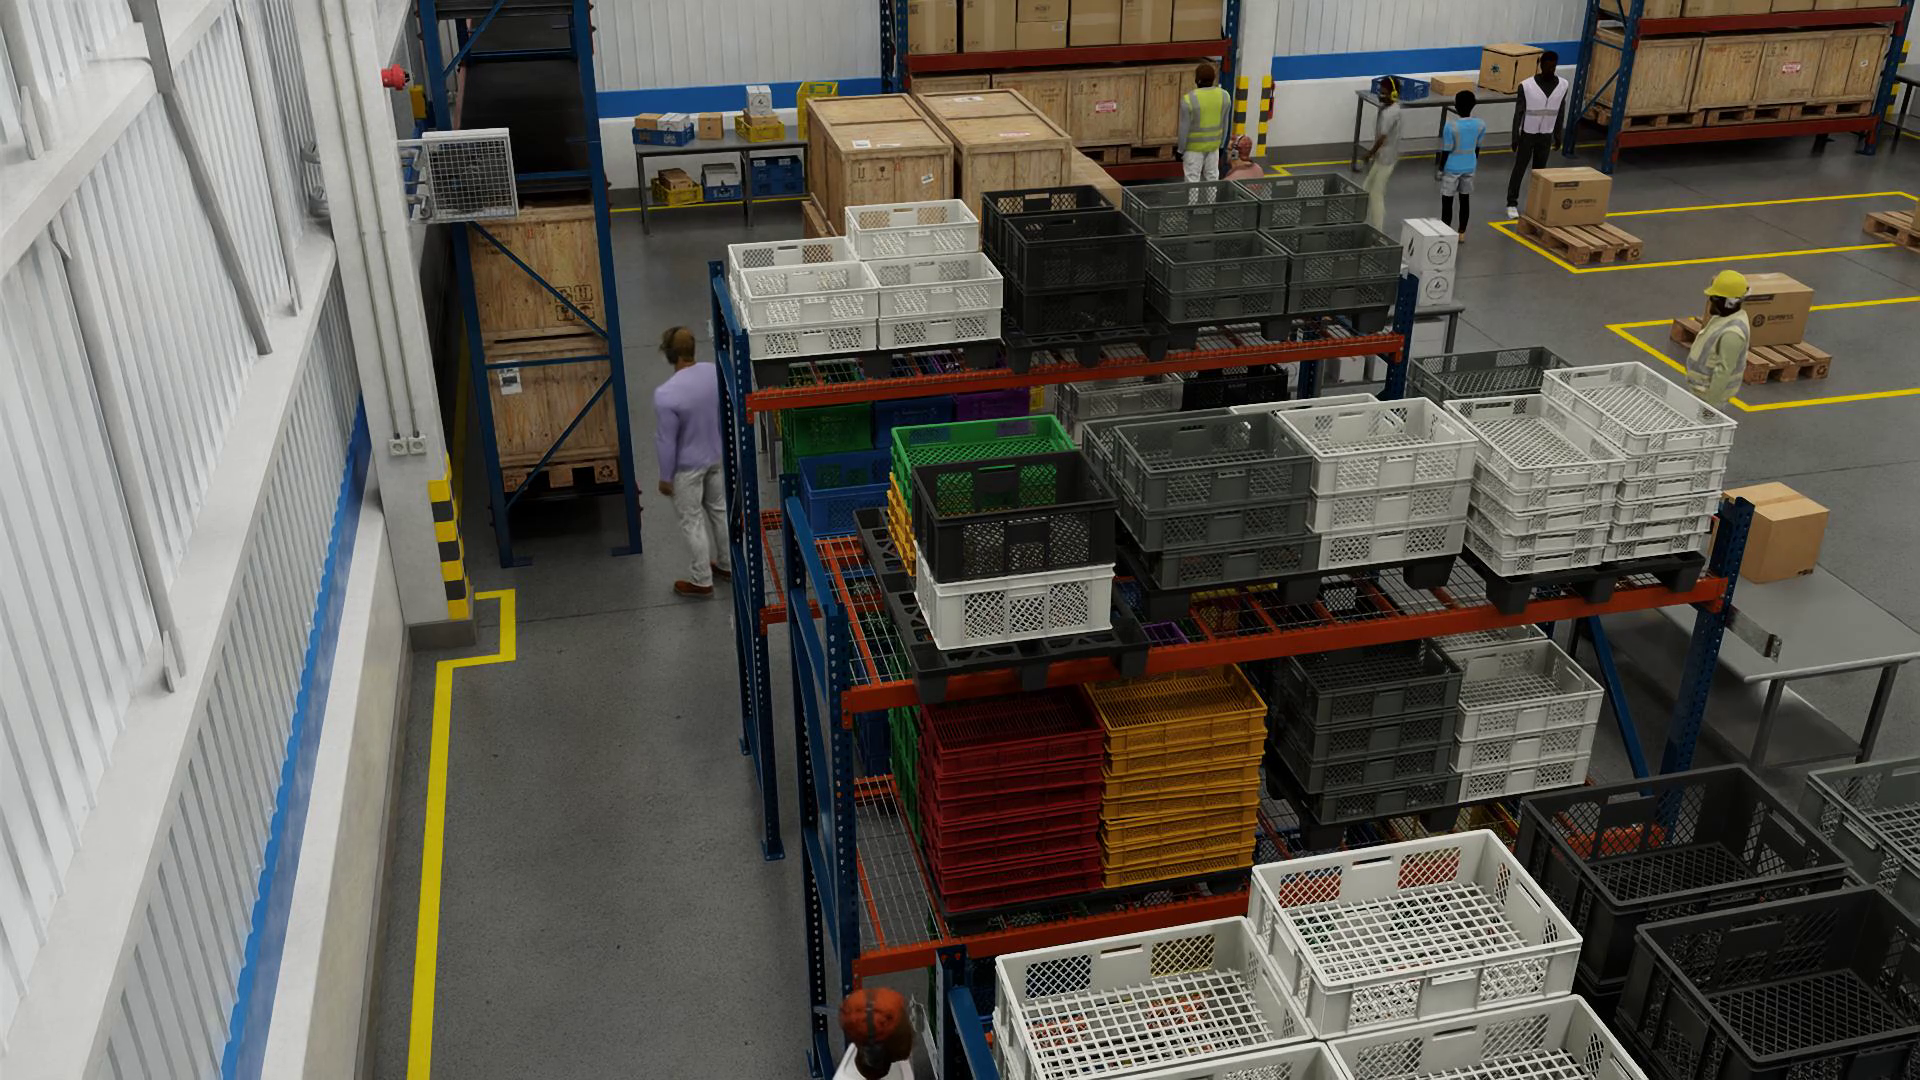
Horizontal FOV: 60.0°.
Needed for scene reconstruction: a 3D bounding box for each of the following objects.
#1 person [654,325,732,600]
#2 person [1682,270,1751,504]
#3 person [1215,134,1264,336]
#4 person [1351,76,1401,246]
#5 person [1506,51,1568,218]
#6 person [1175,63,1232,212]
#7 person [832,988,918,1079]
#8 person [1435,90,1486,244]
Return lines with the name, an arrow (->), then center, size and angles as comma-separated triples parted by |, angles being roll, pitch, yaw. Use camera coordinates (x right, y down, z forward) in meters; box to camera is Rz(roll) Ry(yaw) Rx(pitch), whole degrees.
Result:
person -> -1.795, -0.533, 11.265 | 0.367, 1.932, 0.629 | 17, 32, 29
person -> 5.670, -1.159, 12.565 | 0.403, 1.823, 0.595 | 10, 29, 18
person -> 2.580, -2.889, 15.757 | 0.407, 1.910, 0.638 | 17, 32, 29
person -> 4.525, -4.145, 18.207 | 0.506, 1.853, 0.532 | 2, 28, 4
person -> 6.622, -4.667, 19.132 | 0.595, 1.911, 0.381 | -4, 28, -8
person -> 2.711, -4.434, 18.759 | 0.621, 1.842, 0.429 | -11, 30, -19
person -> -0.287, 2.327, 5.886 | 0.343, 1.880, 0.585 | 8, 29, 15
person -> 5.446, -4.059, 18.201 | 0.532, 1.694, 0.319 | -11, 30, -20
